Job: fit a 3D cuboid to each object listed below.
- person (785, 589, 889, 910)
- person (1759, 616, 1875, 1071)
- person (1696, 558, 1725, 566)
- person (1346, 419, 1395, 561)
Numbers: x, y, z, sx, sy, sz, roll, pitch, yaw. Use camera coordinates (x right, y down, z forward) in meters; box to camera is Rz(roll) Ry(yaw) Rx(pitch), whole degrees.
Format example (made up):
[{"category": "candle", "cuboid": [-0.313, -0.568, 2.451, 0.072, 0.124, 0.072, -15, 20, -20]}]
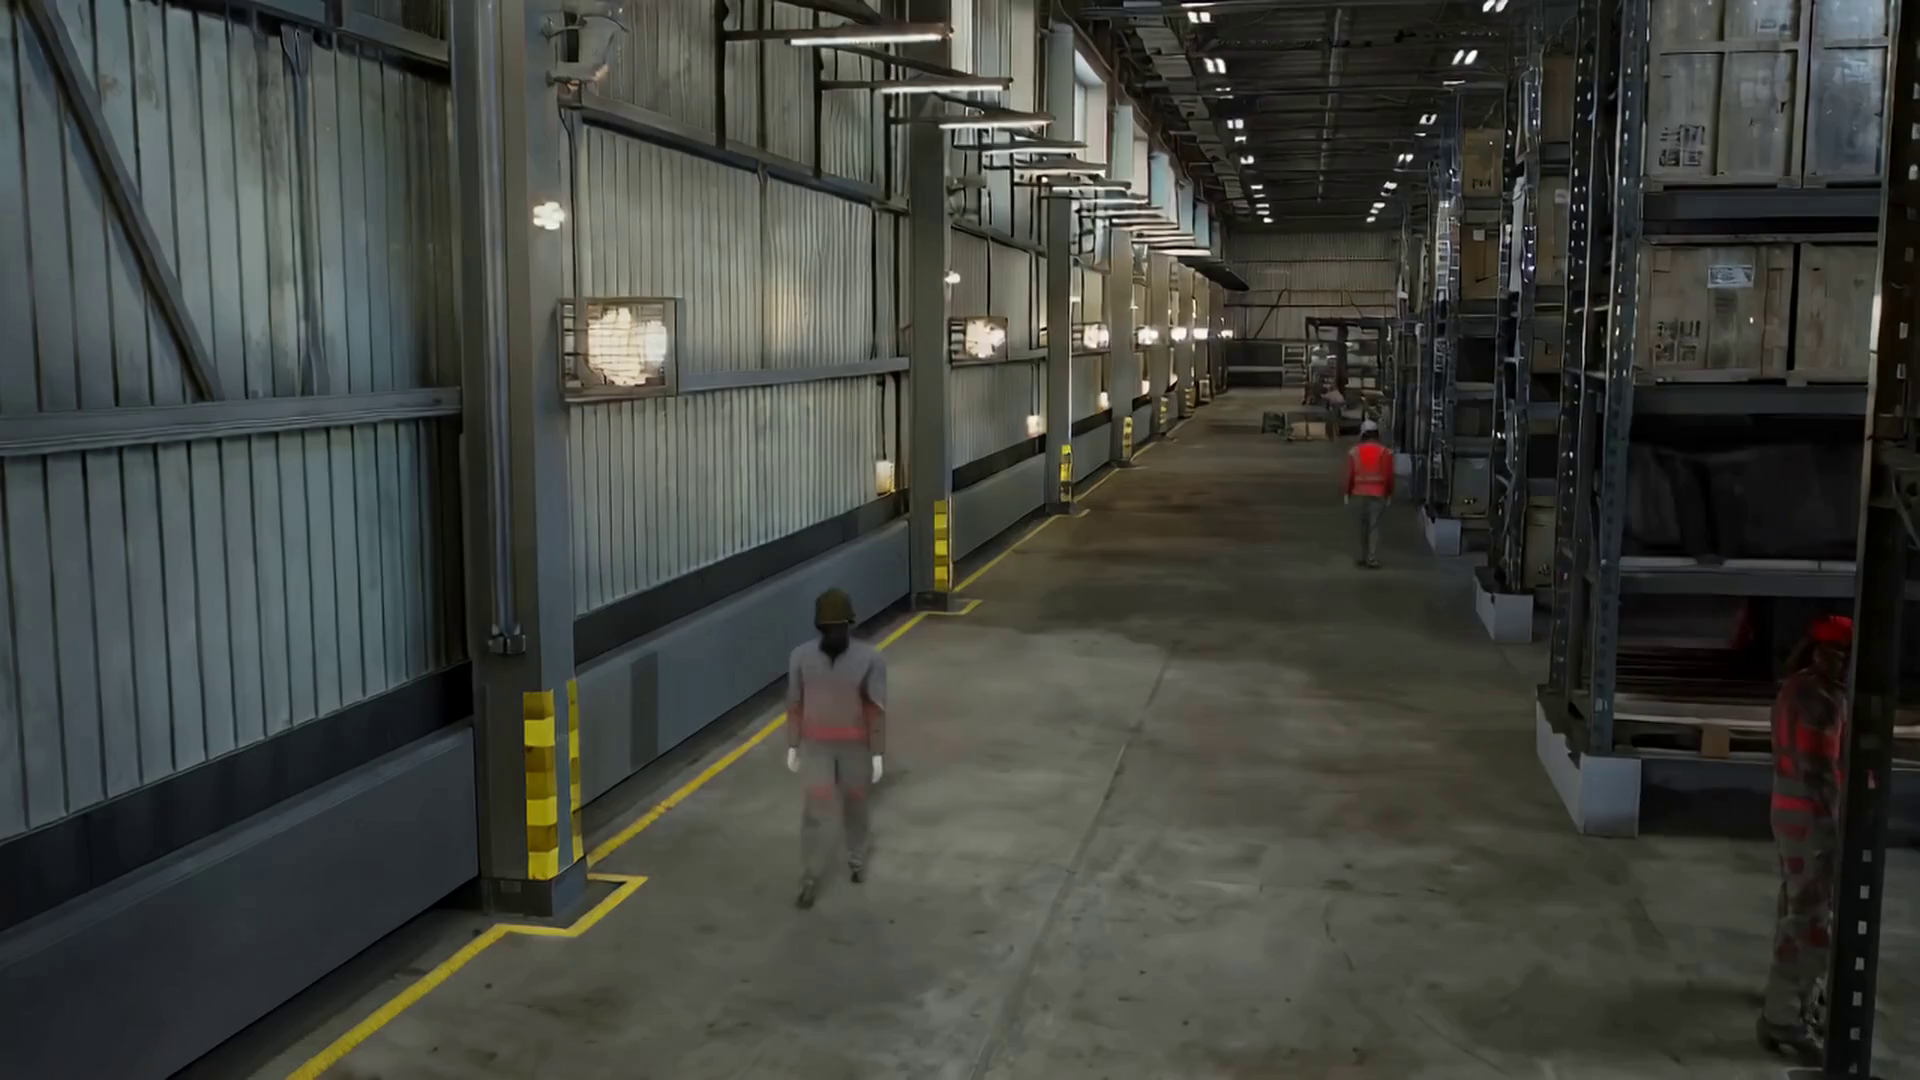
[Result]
[{"category": "person", "cuboid": [-0.687, 1.124, 8.987, 0.605, 1.715, 0.820, 1, 7, 9]}, {"category": "person", "cuboid": [3.676, 1.266, 7.117, 0.403, 1.906, 0.651, 2, 7, 18]}, {"category": "person", "cuboid": [6.602, 0.446, 14.492, 0.842, 1.689, 0.498, 3, 8, 21]}, {"category": "person", "cuboid": [5.593, -0.685, 22.657, 0.653, 1.925, 0.491, 2, 7, 16]}]
